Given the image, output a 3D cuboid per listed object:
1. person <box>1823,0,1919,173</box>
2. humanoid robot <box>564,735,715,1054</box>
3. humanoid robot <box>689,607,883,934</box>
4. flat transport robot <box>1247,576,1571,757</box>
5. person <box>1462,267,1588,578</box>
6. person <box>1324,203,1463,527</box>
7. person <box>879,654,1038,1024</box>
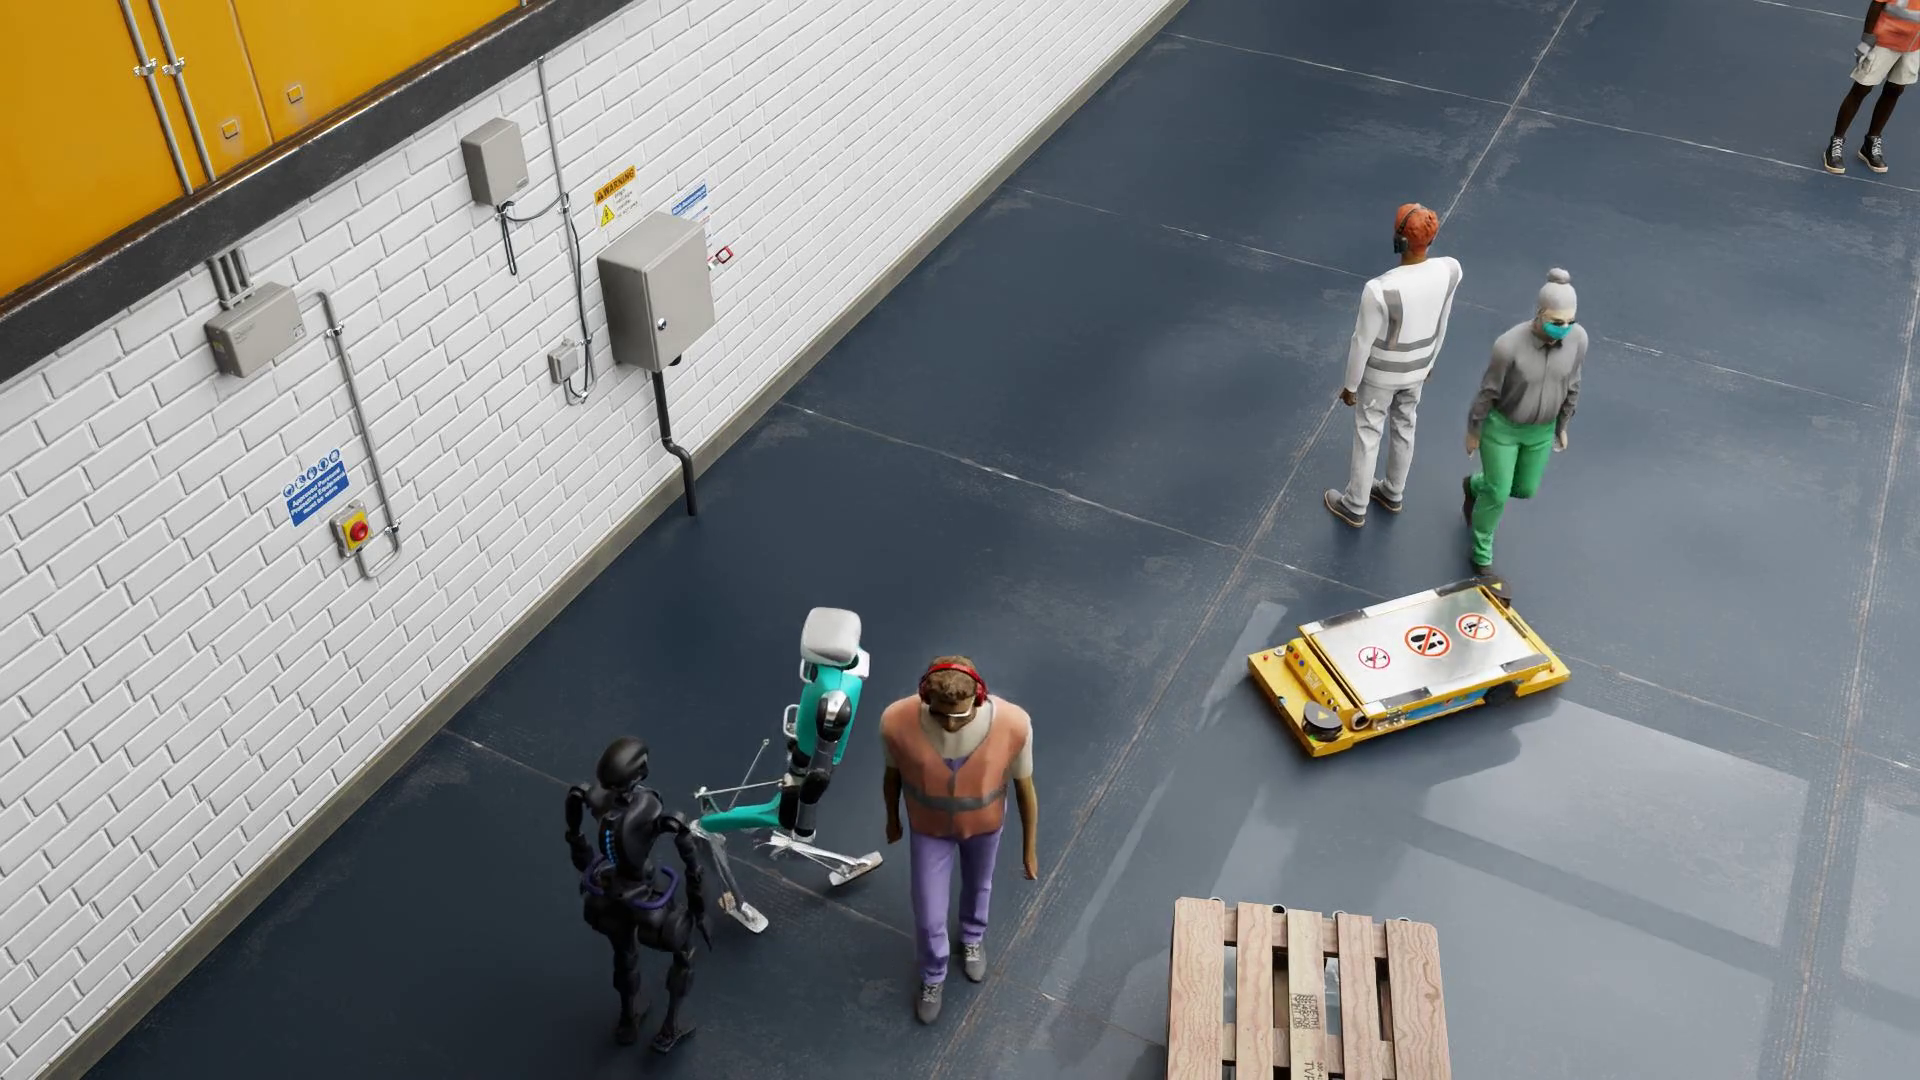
[{"bbox_3d":[6.571,-3.504,11.606,0.601,1.962,0.368,-1,41,-2],"label":"person"},{"bbox_3d":[-1.212,1.342,6.207,0.583,1.649,0.368,12,42,14],"label":"humanoid robot"},{"bbox_3d":[-0.805,0.949,6.610,0.939,1.712,0.541,0,41,0],"label":"humanoid robot"},{"bbox_3d":[2.200,0.600,8.142,1.431,0.231,0.659,-14,43,-15],"label":"flat transport robot"},{"bbox_3d":[2.792,-0.625,8.377,0.536,1.824,0.599,-9,42,-10],"label":"person"},{"bbox_3d":[2.241,-0.884,8.637,0.566,1.878,0.354,-15,43,-17],"label":"person"},{"bbox_3d":[-0.001,1.154,6.314,0.581,1.823,0.653,-2,41,-2],"label":"person"}]
